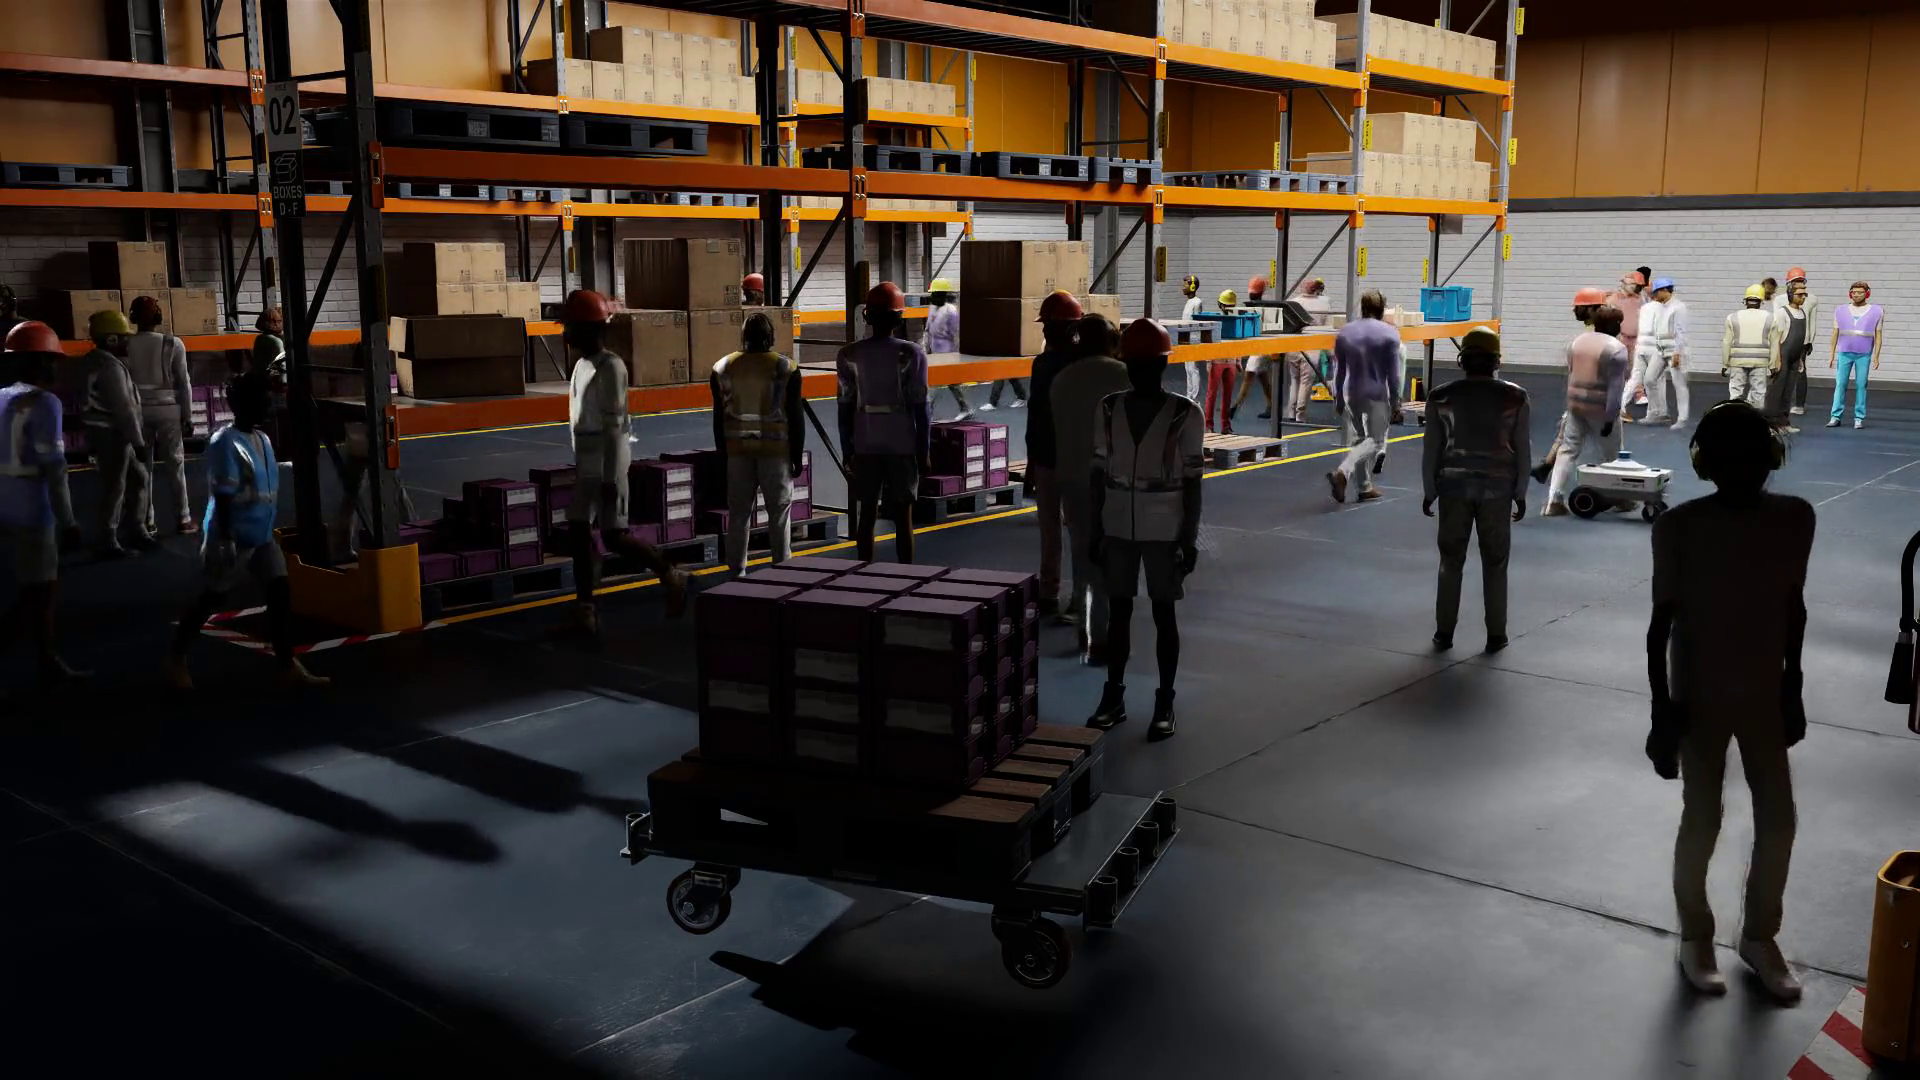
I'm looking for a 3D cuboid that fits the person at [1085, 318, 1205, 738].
[{"bbox_3d":[0.844,-0.049,7.677,0.542,1.939,0.361,5,11,24],"label":"person"}]

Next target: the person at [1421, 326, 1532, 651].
[{"bbox_3d":[2.894,-0.284,9.351,0.588,1.822,0.403,3,10,17],"label":"person"}]

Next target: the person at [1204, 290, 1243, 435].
[{"bbox_3d":[3.165,-2.108,19.916,0.523,1.760,0.327,-5,11,-28],"label":"person"}]

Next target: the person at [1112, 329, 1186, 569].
[{"bbox_3d":[1.175,-0.495,10.782,0.619,1.744,0.534,0,10,2],"label":"person"}]

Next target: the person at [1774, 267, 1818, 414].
[{"bbox_3d":[11.311,-2.703,22.625,0.618,1.993,0.396,-1,10,-3],"label":"person"}]

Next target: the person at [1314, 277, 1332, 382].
[{"bbox_3d":[6.007,-3.537,28.030,0.534,1.766,0.317,-4,11,-23],"label":"person"}]

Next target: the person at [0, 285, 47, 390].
[{"bbox_3d":[-8.158,-1.221,14.352,0.627,1.940,0.372,3,10,15],"label":"person"}]

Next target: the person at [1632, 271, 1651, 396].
[{"bbox_3d":[9.951,-2.984,24.487,0.557,1.901,0.870,-1,10,-7],"label":"person"}]

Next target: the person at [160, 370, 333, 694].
[{"bbox_3d":[-3.679,-0.036,8.413,0.866,1.643,0.582,1,10,8],"label":"person"}]

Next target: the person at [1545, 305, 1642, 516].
[{"bbox_3d":[5.384,-1.087,14.069,1.009,1.785,0.618,-6,12,-31],"label":"person"}]

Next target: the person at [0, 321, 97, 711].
[{"bbox_3d":[-4.696,-0.123,8.242,0.577,1.904,0.735,7,12,36],"label":"person"}]

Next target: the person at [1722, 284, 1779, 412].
[{"bbox_3d":[9.275,-2.080,19.546,0.600,1.829,0.404,4,11,23],"label":"person"}]

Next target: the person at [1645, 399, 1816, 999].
[{"bbox_3d":[2.283,0.483,4.960,0.566,1.824,0.485,-1,10,-3],"label":"person"}]

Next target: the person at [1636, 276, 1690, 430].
[{"bbox_3d":[8.852,-2.331,20.804,0.511,1.904,0.656,-3,10,-15],"label":"person"}]

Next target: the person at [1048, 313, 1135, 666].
[{"bbox_3d":[0.756,-0.296,9.198,0.620,1.892,0.672,-9,14,-43],"label":"person"}]

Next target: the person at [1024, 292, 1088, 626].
[{"bbox_3d":[0.607,-0.488,10.015,0.381,1.994,0.622,-8,13,-39],"label":"person"}]

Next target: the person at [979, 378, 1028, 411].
[{"bbox_3d":[0.636,-2.757,23.289,0.961,1.879,0.600,-6,12,-32],"label":"person"}]

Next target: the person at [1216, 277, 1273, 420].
[{"bbox_3d":[3.813,-2.501,21.806,1.025,1.869,0.578,-4,11,-22],"label":"person"}]

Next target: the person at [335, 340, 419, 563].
[{"bbox_3d":[-4.210,-0.650,12.054,0.539,1.586,0.853,8,13,39],"label":"person"}]

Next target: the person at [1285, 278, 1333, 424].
[{"bbox_3d":[4.460,-2.427,21.434,0.664,1.865,0.717,5,11,28],"label":"person"}]

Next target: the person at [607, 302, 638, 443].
[{"bbox_3d":[-3.986,-1.932,19.266,0.500,1.633,0.280,1,10,8],"label":"person"}]

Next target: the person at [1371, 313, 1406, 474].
[{"bbox_3d":[4.167,-1.436,16.490,0.513,1.615,0.639,0,10,-3],"label":"person"}]

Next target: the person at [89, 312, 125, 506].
[{"bbox_3d":[-7.445,-1.151,14.630,0.536,1.699,0.321,7,12,34],"label":"person"}]

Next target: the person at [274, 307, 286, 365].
[{"bbox_3d":[-7.287,-1.688,17.902,0.497,1.629,0.276,7,12,34],"label":"person"}]

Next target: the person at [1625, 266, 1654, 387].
[{"bbox_3d":[11.008,-3.422,26.817,0.371,1.961,0.602,8,13,39],"label":"person"}]

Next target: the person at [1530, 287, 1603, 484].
[{"bbox_3d":[5.809,-1.421,15.625,0.975,1.885,0.572,2,10,13],"label":"person"}]

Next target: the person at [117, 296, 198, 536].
[{"bbox_3d":[-6.309,-0.961,13.033,0.573,1.883,0.356,-2,10,-13],"label":"person"}]

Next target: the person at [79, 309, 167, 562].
[{"bbox_3d":[-6.030,-0.758,12.063,0.666,1.809,0.613,-8,13,-37],"label":"person"}]

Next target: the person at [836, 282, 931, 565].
[{"bbox_3d":[-0.467,-0.591,10.463,0.605,2.045,0.377,2,10,14],"label":"person"}]

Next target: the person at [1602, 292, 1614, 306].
[{"bbox_3d":[9.473,-2.830,24.435,0.509,1.616,0.548,6,12,31],"label":"person"}]

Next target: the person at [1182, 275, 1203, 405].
[{"bbox_3d":[3.241,-2.780,23.421,0.328,1.873,0.520,-1,10,-8],"label":"person"}]

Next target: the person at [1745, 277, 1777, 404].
[{"bbox_3d":[11.727,-2.922,24.342,0.533,1.837,0.782,9,14,42],"label":"person"}]

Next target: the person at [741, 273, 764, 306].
[{"bbox_3d":[-2.158,-1.789,17.429,0.400,1.989,0.623,-5,11,-26],"label":"person"}]

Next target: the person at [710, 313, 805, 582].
[{"bbox_3d":[-1.320,-0.575,10.993,0.621,1.835,0.430,2,10,9],"label":"person"}]

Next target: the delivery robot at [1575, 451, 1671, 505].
[{"bbox_3d":[5.541,-0.498,13.902,0.707,0.478,0.477,7,12,35],"label":"delivery robot"}]

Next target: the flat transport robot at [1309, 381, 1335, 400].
[{"bbox_3d":[5.659,-2.228,24.831,0.652,0.197,1.431,4,11,20],"label":"flat transport robot"}]

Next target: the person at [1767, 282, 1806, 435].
[{"bbox_3d":[10.038,-2.192,20.141,0.506,1.846,0.349,-6,11,-30],"label":"person"}]

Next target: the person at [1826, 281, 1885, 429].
[{"bbox_3d":[11.221,-2.316,20.844,0.567,1.844,0.375,8,13,37],"label":"person"}]

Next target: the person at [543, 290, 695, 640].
[{"bbox_3d":[-2.010,-0.439,9.660,0.821,2.023,0.610,-7,12,-34],"label":"person"}]

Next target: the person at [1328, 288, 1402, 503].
[{"bbox_3d":[3.506,-1.241,14.544,0.775,1.915,0.626,-8,13,-39],"label":"person"}]

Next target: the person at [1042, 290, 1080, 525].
[{"bbox_3d":[0.852,-1.084,13.635,0.402,1.919,0.588,10,14,44],"label":"person"}]

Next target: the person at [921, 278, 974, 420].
[{"bbox_3d":[-0.215,-2.453,21.566,1.010,1.881,0.583,-5,11,-27],"label":"person"}]

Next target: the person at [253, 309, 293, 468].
[{"bbox_3d":[-7.092,-1.563,17.164,0.503,1.632,0.274,8,13,40],"label":"person"}]

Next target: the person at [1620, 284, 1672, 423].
[{"bbox_3d":[8.873,-2.416,21.474,0.907,1.845,0.577,-4,11,-21],"label":"person"}]

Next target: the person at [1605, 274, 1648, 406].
[{"bbox_3d":[9.510,-2.824,23.625,0.677,1.879,0.783,-3,10,-17],"label":"person"}]
